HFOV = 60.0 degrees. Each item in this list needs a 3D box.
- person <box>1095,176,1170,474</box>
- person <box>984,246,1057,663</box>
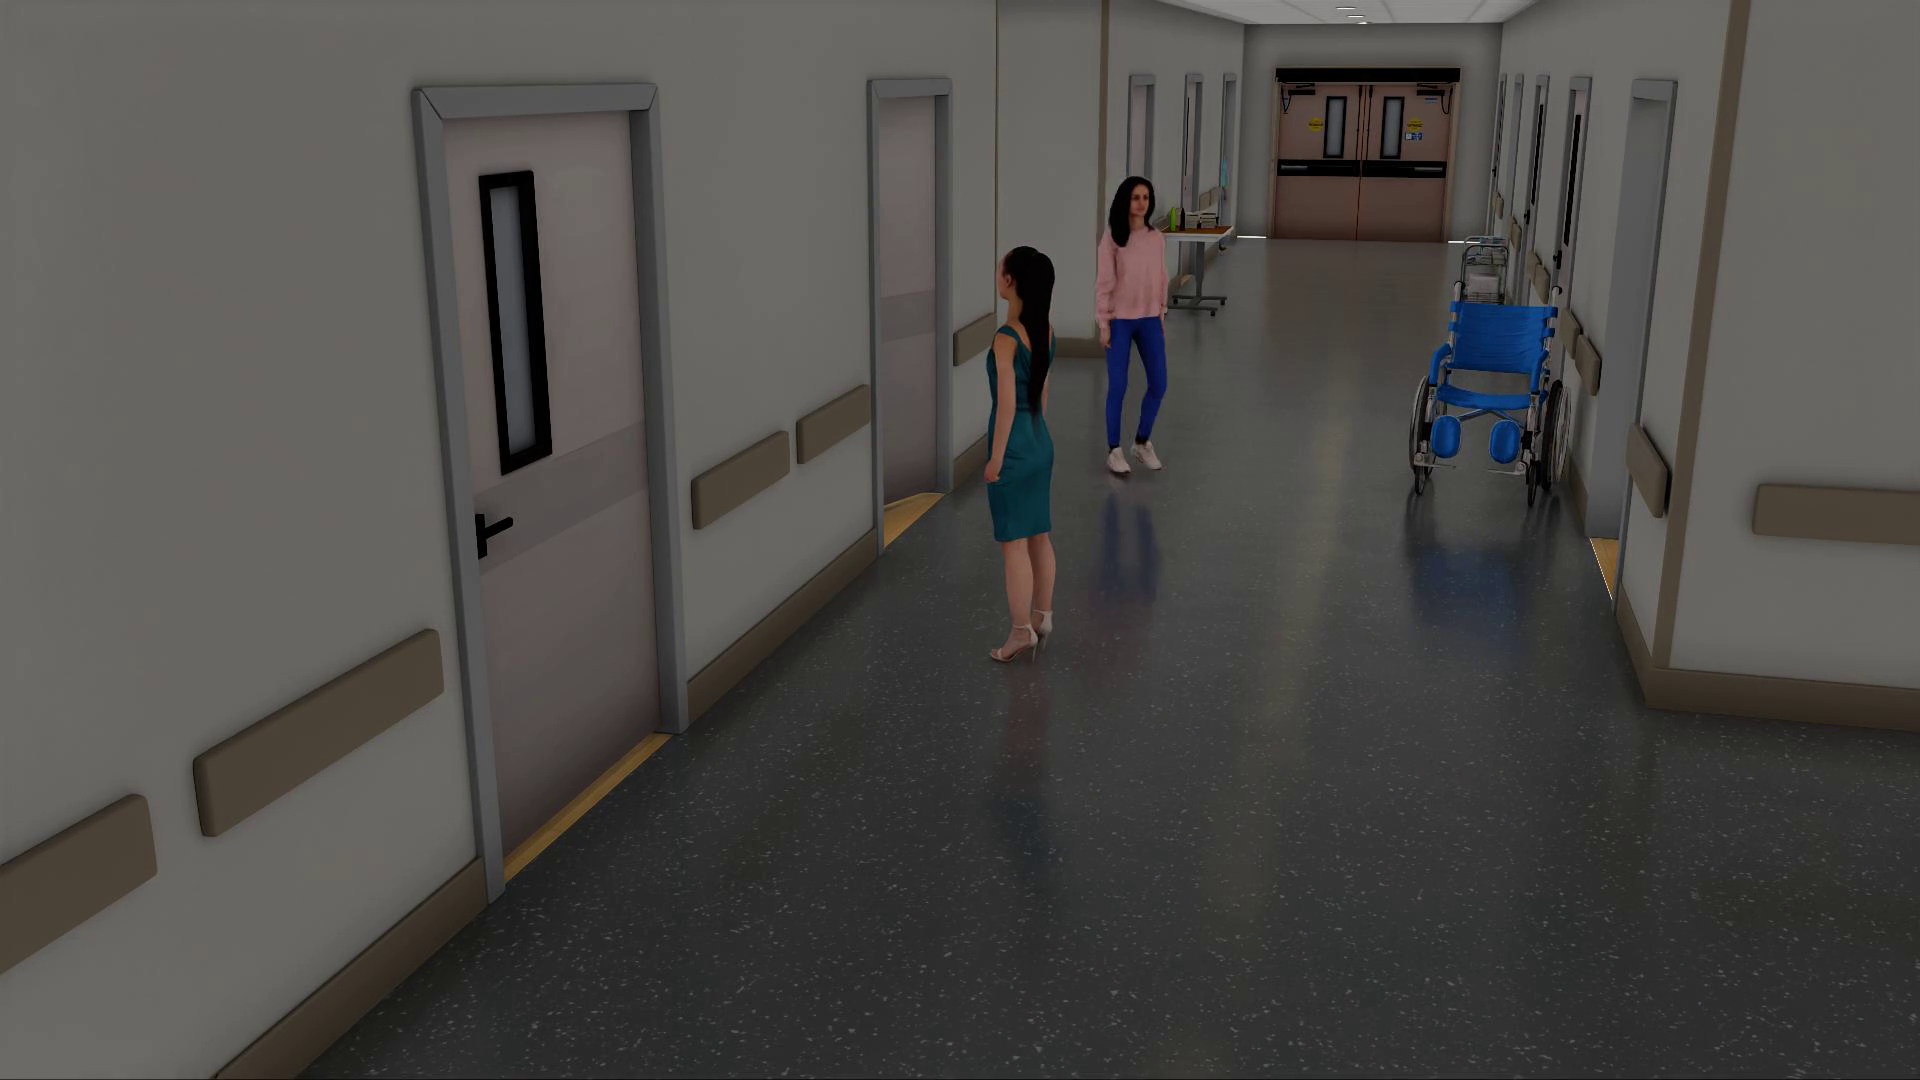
[{"bbox_3d":[0.982,-1.270,9.903,0.784,1.754,0.814,-5,16,-16],"label":"person"},{"bbox_3d":[0.243,-0.336,6.715,0.663,1.686,0.506,9,18,30],"label":"person"}]
